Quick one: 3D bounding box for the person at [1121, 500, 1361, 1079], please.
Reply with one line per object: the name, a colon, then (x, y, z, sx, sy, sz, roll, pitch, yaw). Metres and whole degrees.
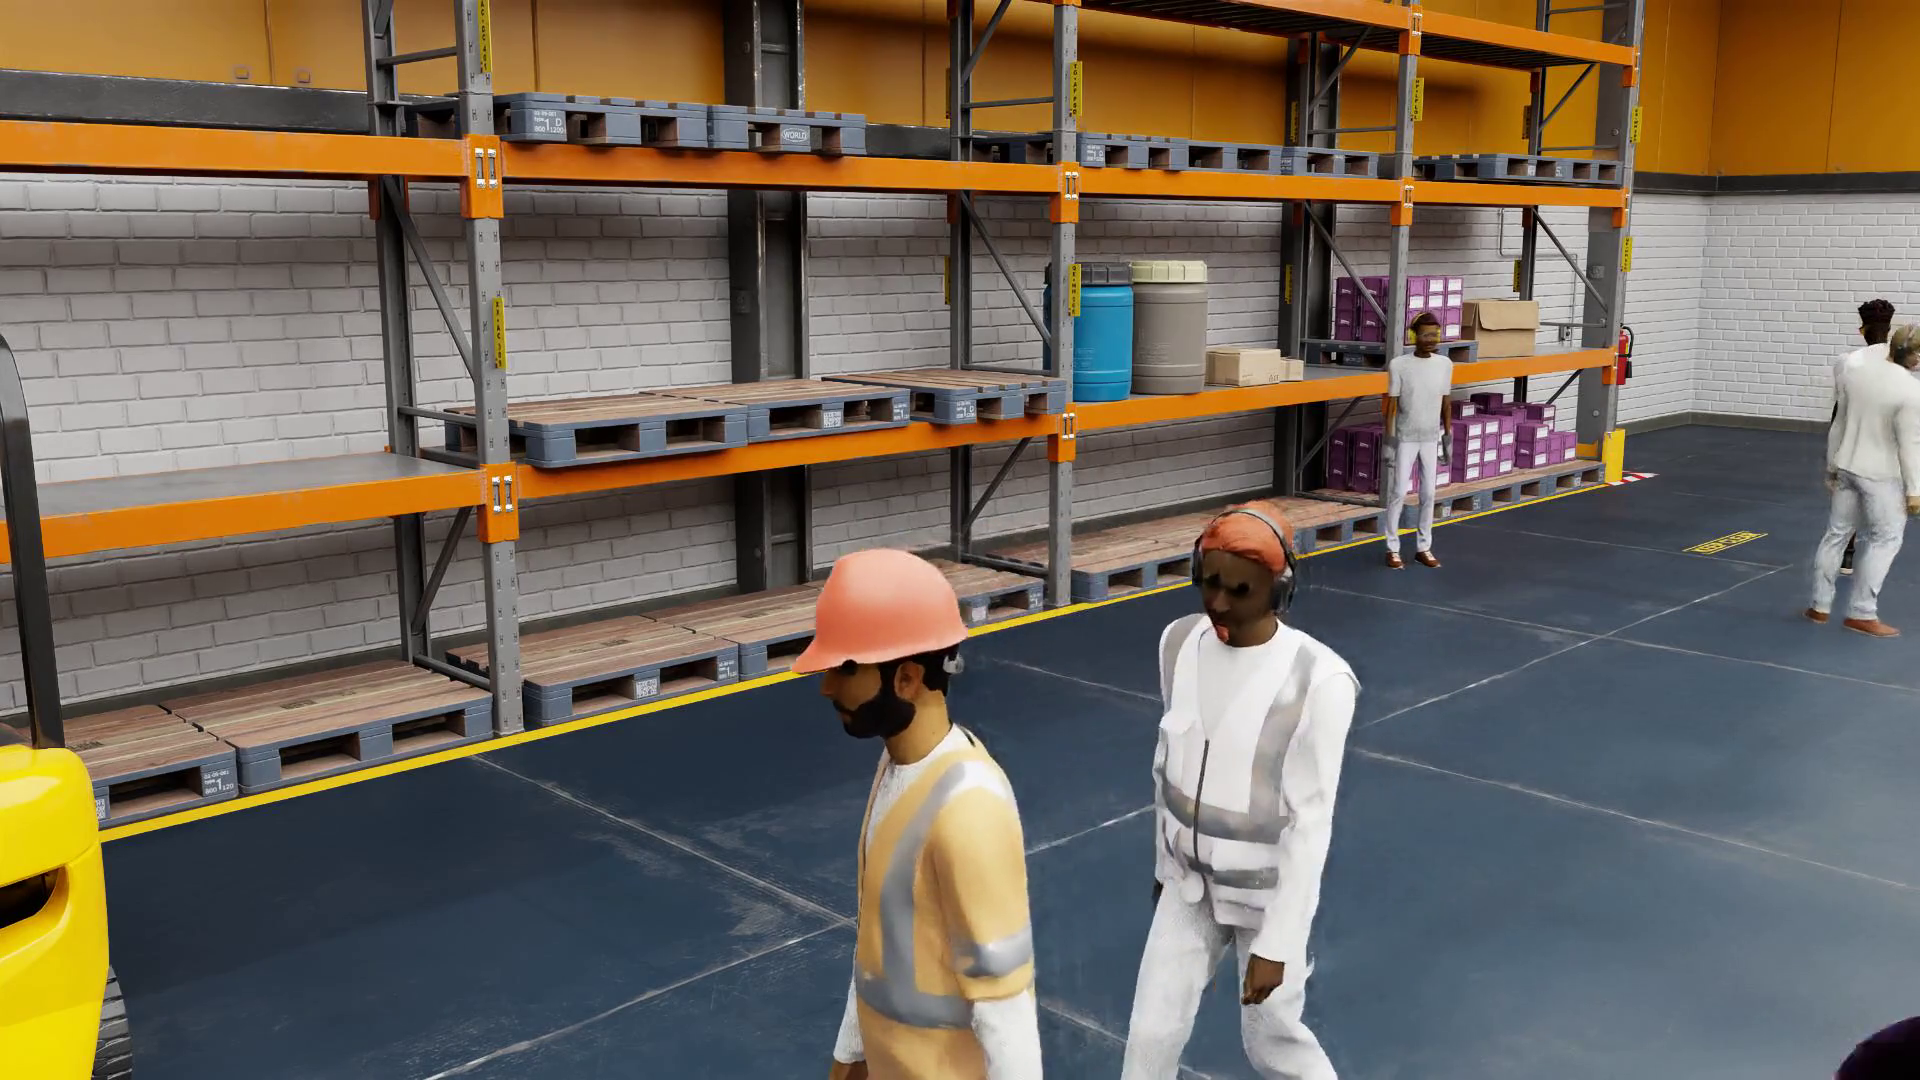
person: (0.686, 0.794, 3.877, 0.889, 1.844, 0.600, -9, 13, -39)

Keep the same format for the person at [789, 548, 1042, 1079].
person: (-0.121, 0.945, 2.938, 0.999, 1.873, 0.556, -2, 11, -10)

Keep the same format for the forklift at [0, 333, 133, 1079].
forklift: (-3.289, 0.485, 4.582, 1.214, 2.155, 2.313, -10, 14, -44)

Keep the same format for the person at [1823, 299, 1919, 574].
person: (6.472, -0.729, 11.842, 0.602, 1.958, 0.368, 0, 10, 0)

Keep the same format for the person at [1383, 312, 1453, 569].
person: (3.318, -0.713, 12.038, 0.527, 1.860, 0.321, -2, 11, -10)

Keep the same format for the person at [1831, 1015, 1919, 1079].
person: (0.676, 1.235, 1.087, 1.074, 1.986, 0.632, -1, 10, -6)

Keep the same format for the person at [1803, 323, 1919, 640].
person: (5.491, -0.367, 10.072, 0.393, 1.897, 0.765, -2, 11, -10)
